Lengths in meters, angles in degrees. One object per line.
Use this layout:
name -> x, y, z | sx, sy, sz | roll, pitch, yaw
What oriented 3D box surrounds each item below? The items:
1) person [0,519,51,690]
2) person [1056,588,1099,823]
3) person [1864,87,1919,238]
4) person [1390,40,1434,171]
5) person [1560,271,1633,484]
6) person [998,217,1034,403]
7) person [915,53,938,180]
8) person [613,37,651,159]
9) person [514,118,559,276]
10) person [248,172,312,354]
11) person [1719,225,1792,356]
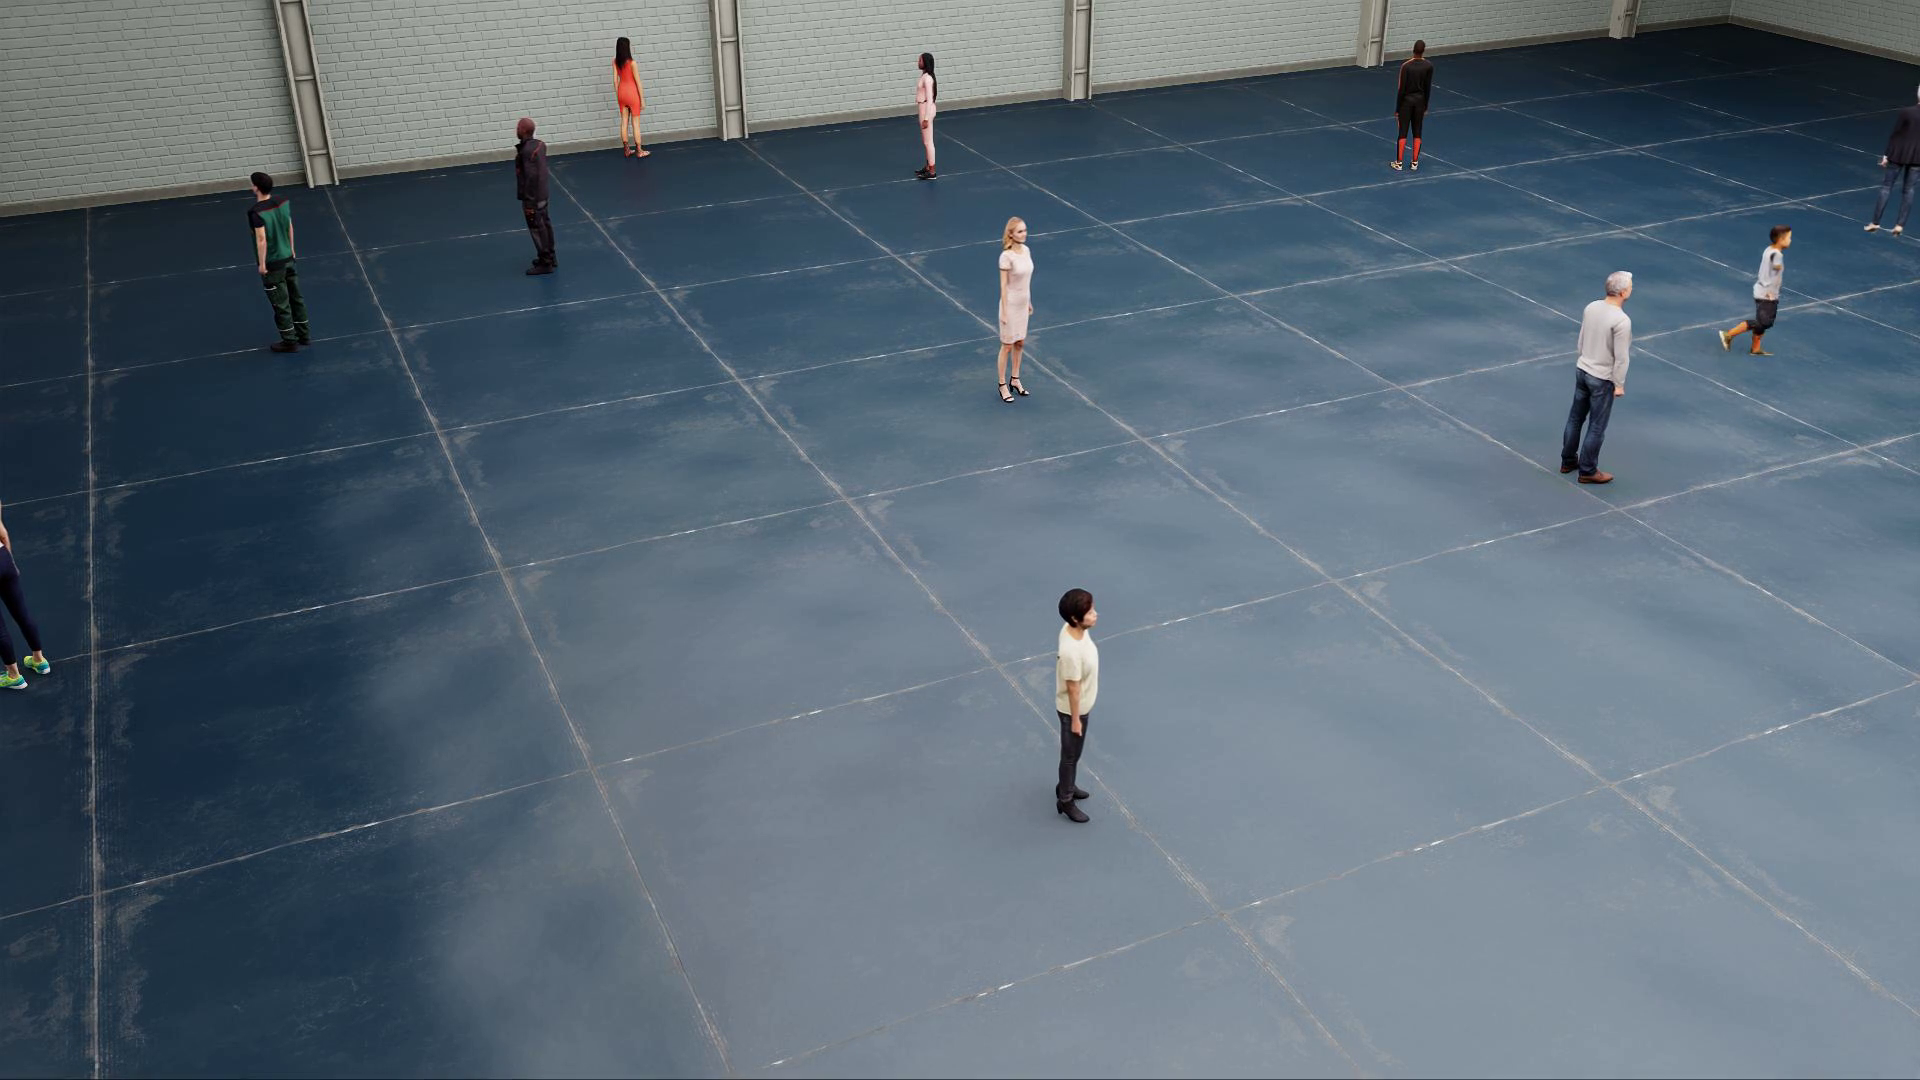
person -> -6.785, 0.246, 11.637 | 0.744, 1.701, 0.673 | 11, 30, 20
person -> 0.714, 1.010, 10.322 | 0.651, 1.588, 0.657 | 3, 28, 5
person -> 10.740, -4.355, 18.954 | 0.811, 1.780, 0.793 | 7, 29, 14
person -> 6.413, -6.168, 23.566 | 0.602, 1.809, 0.750 | -1, 28, -3
person -> 5.591, -1.433, 14.566 | 0.650, 1.911, 0.748 | -9, 29, -16
person -> 0.524, -2.255, 16.195 | 0.696, 1.830, 0.557 | 24, 36, 37
person -> -0.462, -5.922, 23.198 | 0.644, 1.721, 0.685 | -3, 28, -6
person -> -4.806, -6.420, 24.136 | 0.664, 1.719, 0.718 | 10, 30, 19
person -> -4.997, -4.063, 19.597 | 0.763, 1.825, 0.791 | 0, 28, 0
person -> -7.120, -2.911, 17.351 | 0.800, 1.901, 0.753 | 8, 29, 15
person -> 8.332, -2.624, 17.299 | 0.937, 1.444, 0.818 | 4, 28, 7
